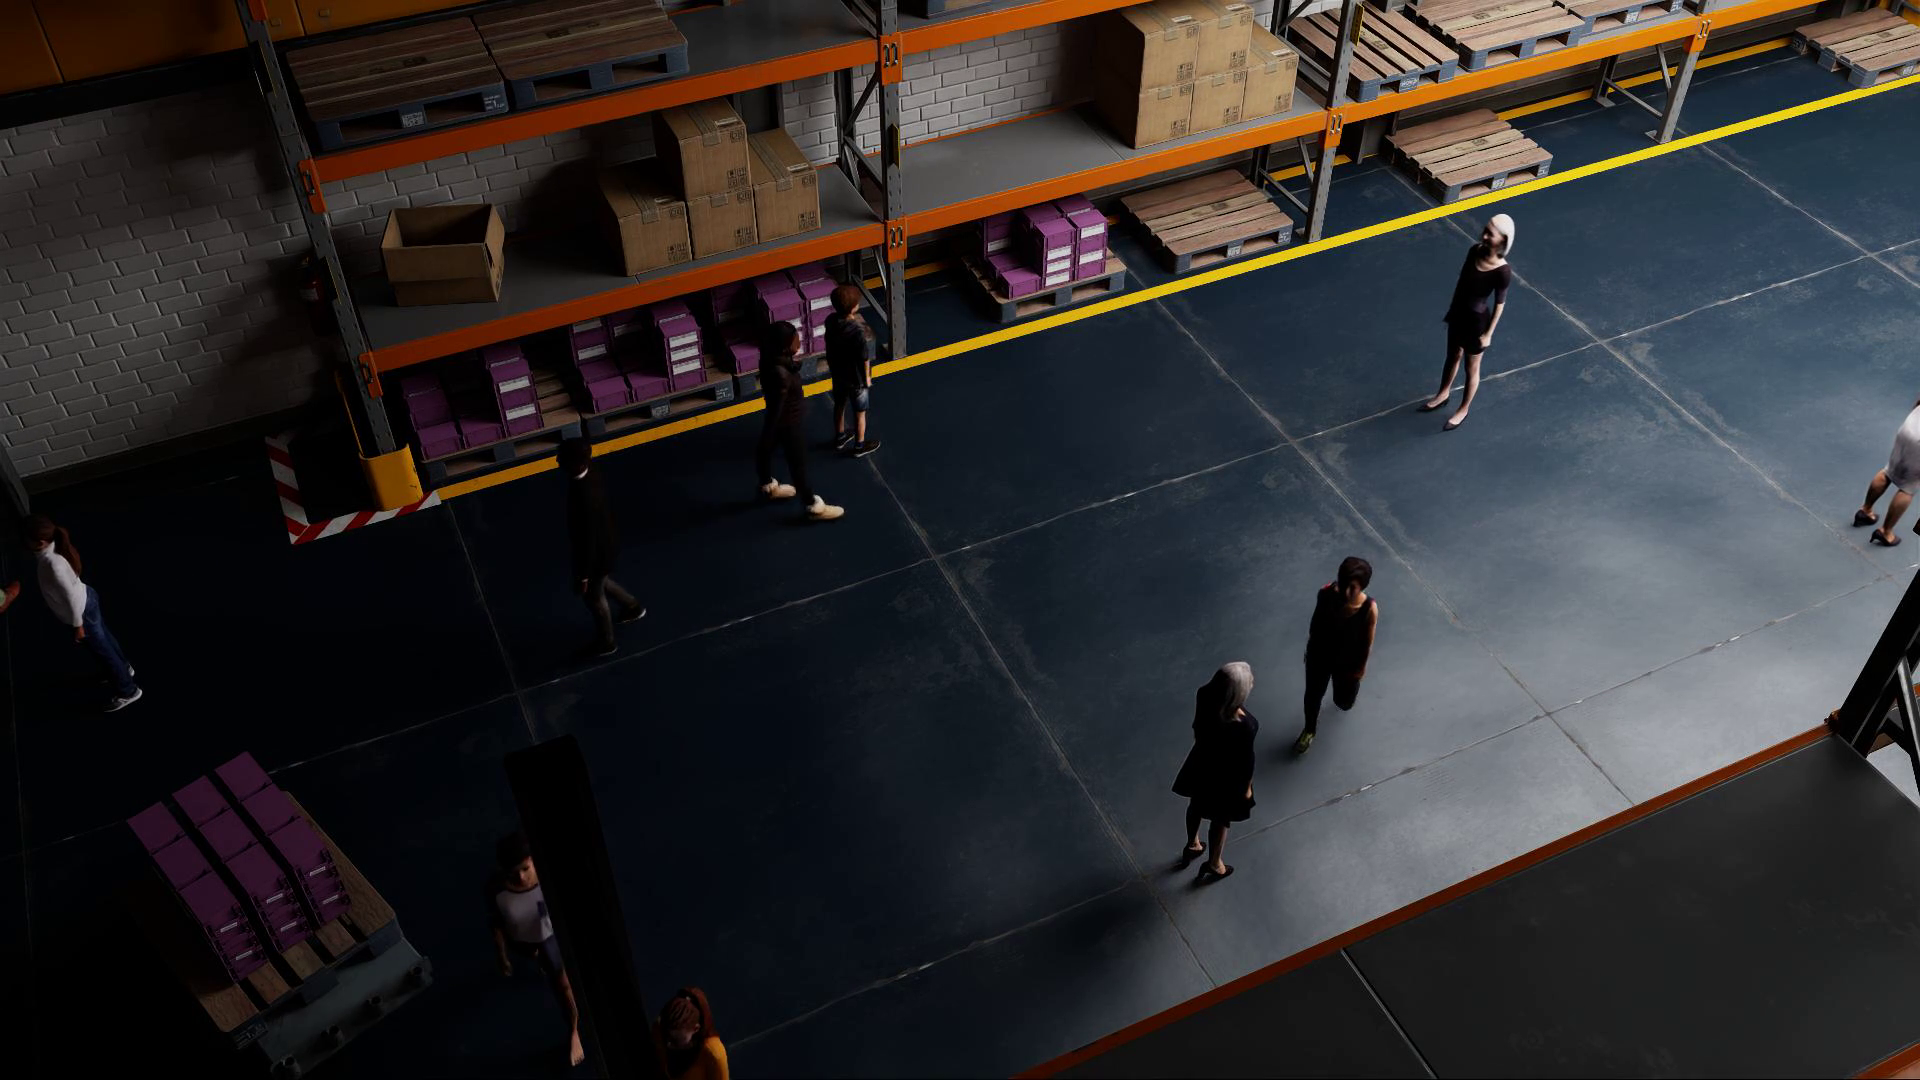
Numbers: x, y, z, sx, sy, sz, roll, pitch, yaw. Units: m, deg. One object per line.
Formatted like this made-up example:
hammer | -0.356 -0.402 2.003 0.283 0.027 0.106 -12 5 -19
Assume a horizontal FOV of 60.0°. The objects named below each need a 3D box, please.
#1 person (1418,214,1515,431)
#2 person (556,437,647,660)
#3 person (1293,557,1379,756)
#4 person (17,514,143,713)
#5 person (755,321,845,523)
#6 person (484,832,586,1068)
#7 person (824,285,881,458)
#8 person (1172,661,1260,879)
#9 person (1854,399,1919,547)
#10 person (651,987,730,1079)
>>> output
person | 3.798 -1.620 12.317 0.492 1.829 0.578 -19 47 -19
person | -2.279 0.049 10.591 0.813 1.795 0.757 -10 44 -10
person | 2.324 0.655 10.142 0.787 1.536 0.922 25 49 24
person | -5.492 0.420 10.373 0.529 1.558 0.540 -21 47 -20
person | -1.100 -0.860 11.650 0.703 1.649 0.888 -17 46 -17
person | -2.244 1.997 8.740 1.028 1.527 0.797 -7 44 -8
person | -0.814 -1.249 12.206 0.609 1.446 0.624 28 50 26
person | 1.461 1.286 9.327 0.627 1.746 0.650 -27 50 -26
person | 6.605 -0.687 11.397 0.555 1.748 0.593 -10 45 -11
person | -1.228 2.619 7.930 0.727 1.744 0.770 22 48 22
